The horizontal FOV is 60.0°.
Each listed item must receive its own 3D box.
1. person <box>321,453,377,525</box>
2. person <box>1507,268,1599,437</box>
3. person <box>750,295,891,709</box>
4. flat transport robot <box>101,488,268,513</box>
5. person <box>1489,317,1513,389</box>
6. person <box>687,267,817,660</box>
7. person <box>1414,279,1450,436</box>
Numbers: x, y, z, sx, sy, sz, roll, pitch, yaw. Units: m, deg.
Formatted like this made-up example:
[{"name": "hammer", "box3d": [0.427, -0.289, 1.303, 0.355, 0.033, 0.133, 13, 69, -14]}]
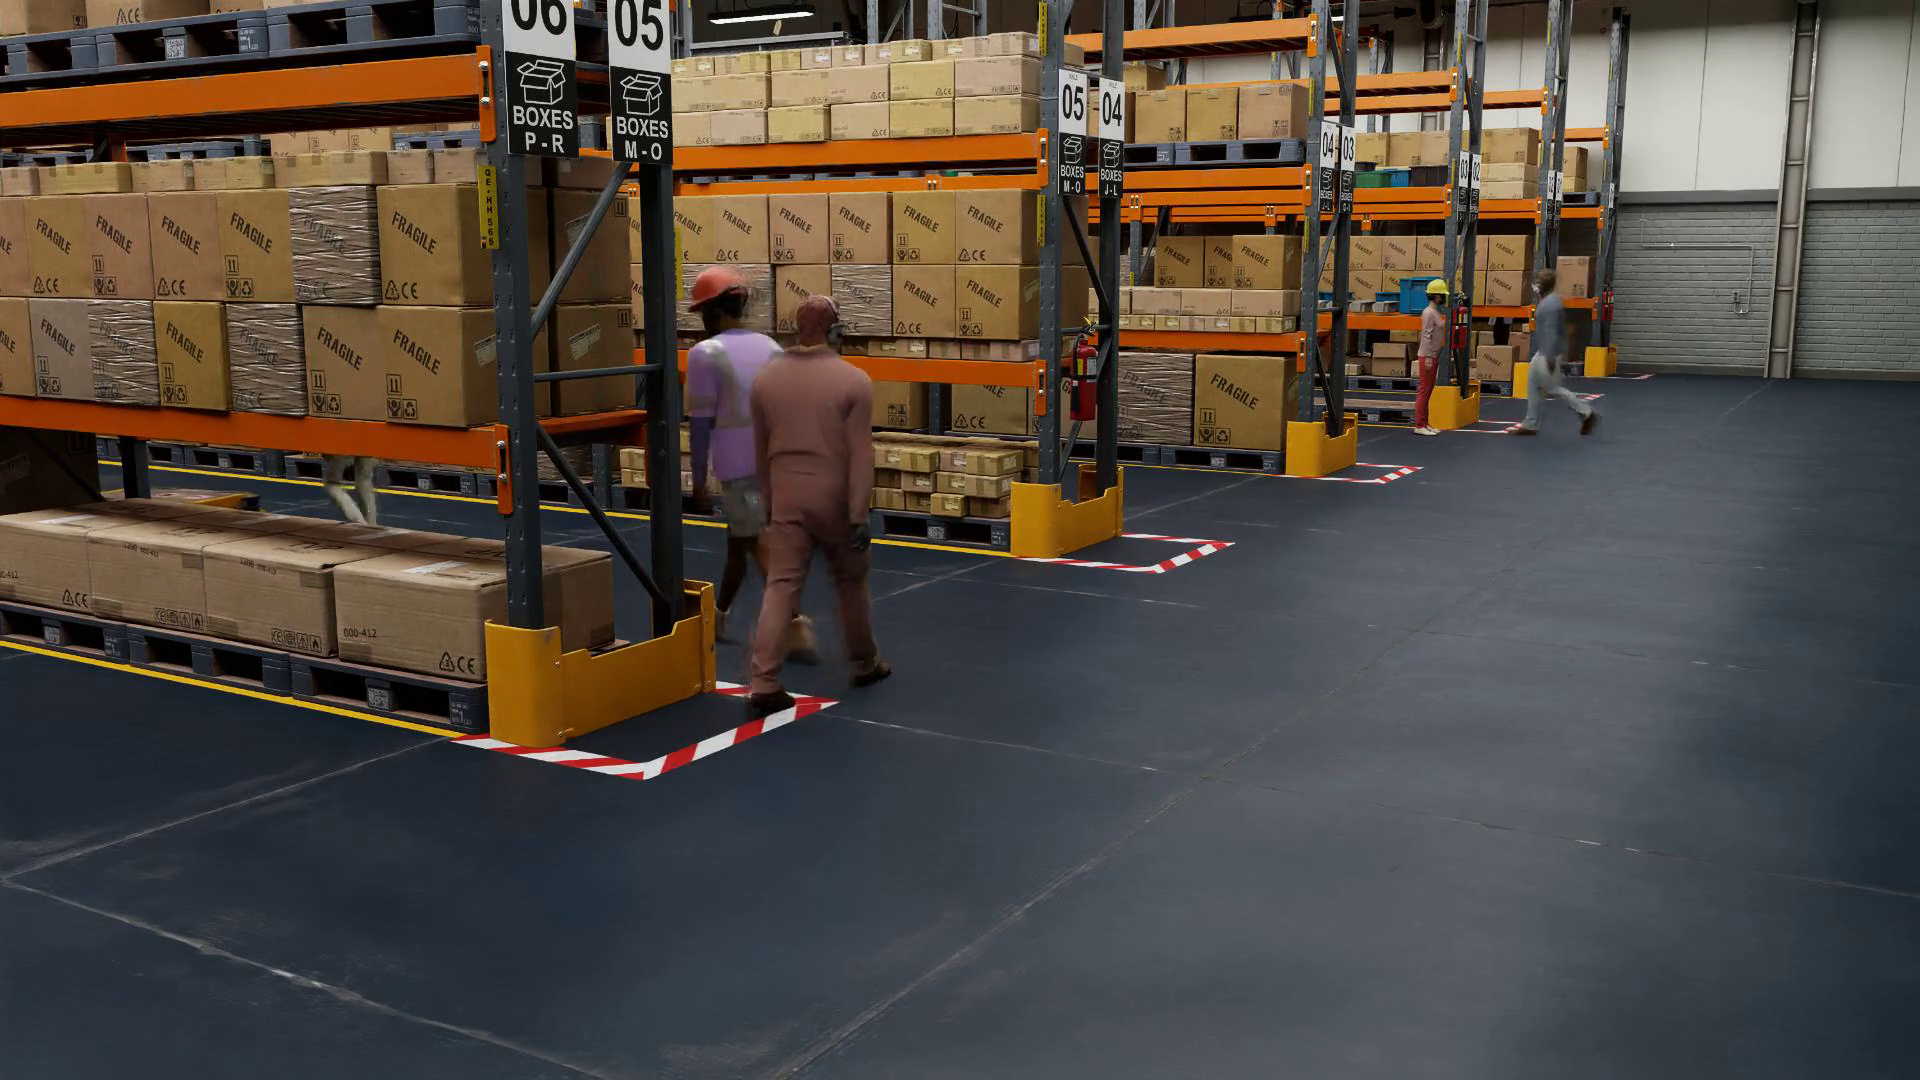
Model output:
[{"name": "person", "box3d": [-3.858, -0.700, 10.646, 0.460, 1.852, 0.538, 7, 12, 37]}, {"name": "person", "box3d": [6.637, -2.062, 18.483, 0.874, 1.907, 0.647, 2, 10, 14]}, {"name": "person", "box3d": [-0.659, -0.175, 7.554, 0.661, 1.862, 0.985, 5, 11, 25]}, {"name": "flat transport robot", "box3d": [-6.066, -0.248, 12.609, 1.431, 0.197, 0.652, 3, 10, 18]}, {"name": "person", "box3d": [8.331, -3.282, 25.553, 0.380, 1.918, 0.596, 5, 11, 25]}, {"name": "person", "box3d": [-1.082, -0.386, 8.457, 1.013, 1.979, 0.690, 7, 12, 35]}, {"name": "person", "box3d": [5.377, -2.071, 18.913, 0.326, 1.767, 0.533, 4, 11, 24]}]
